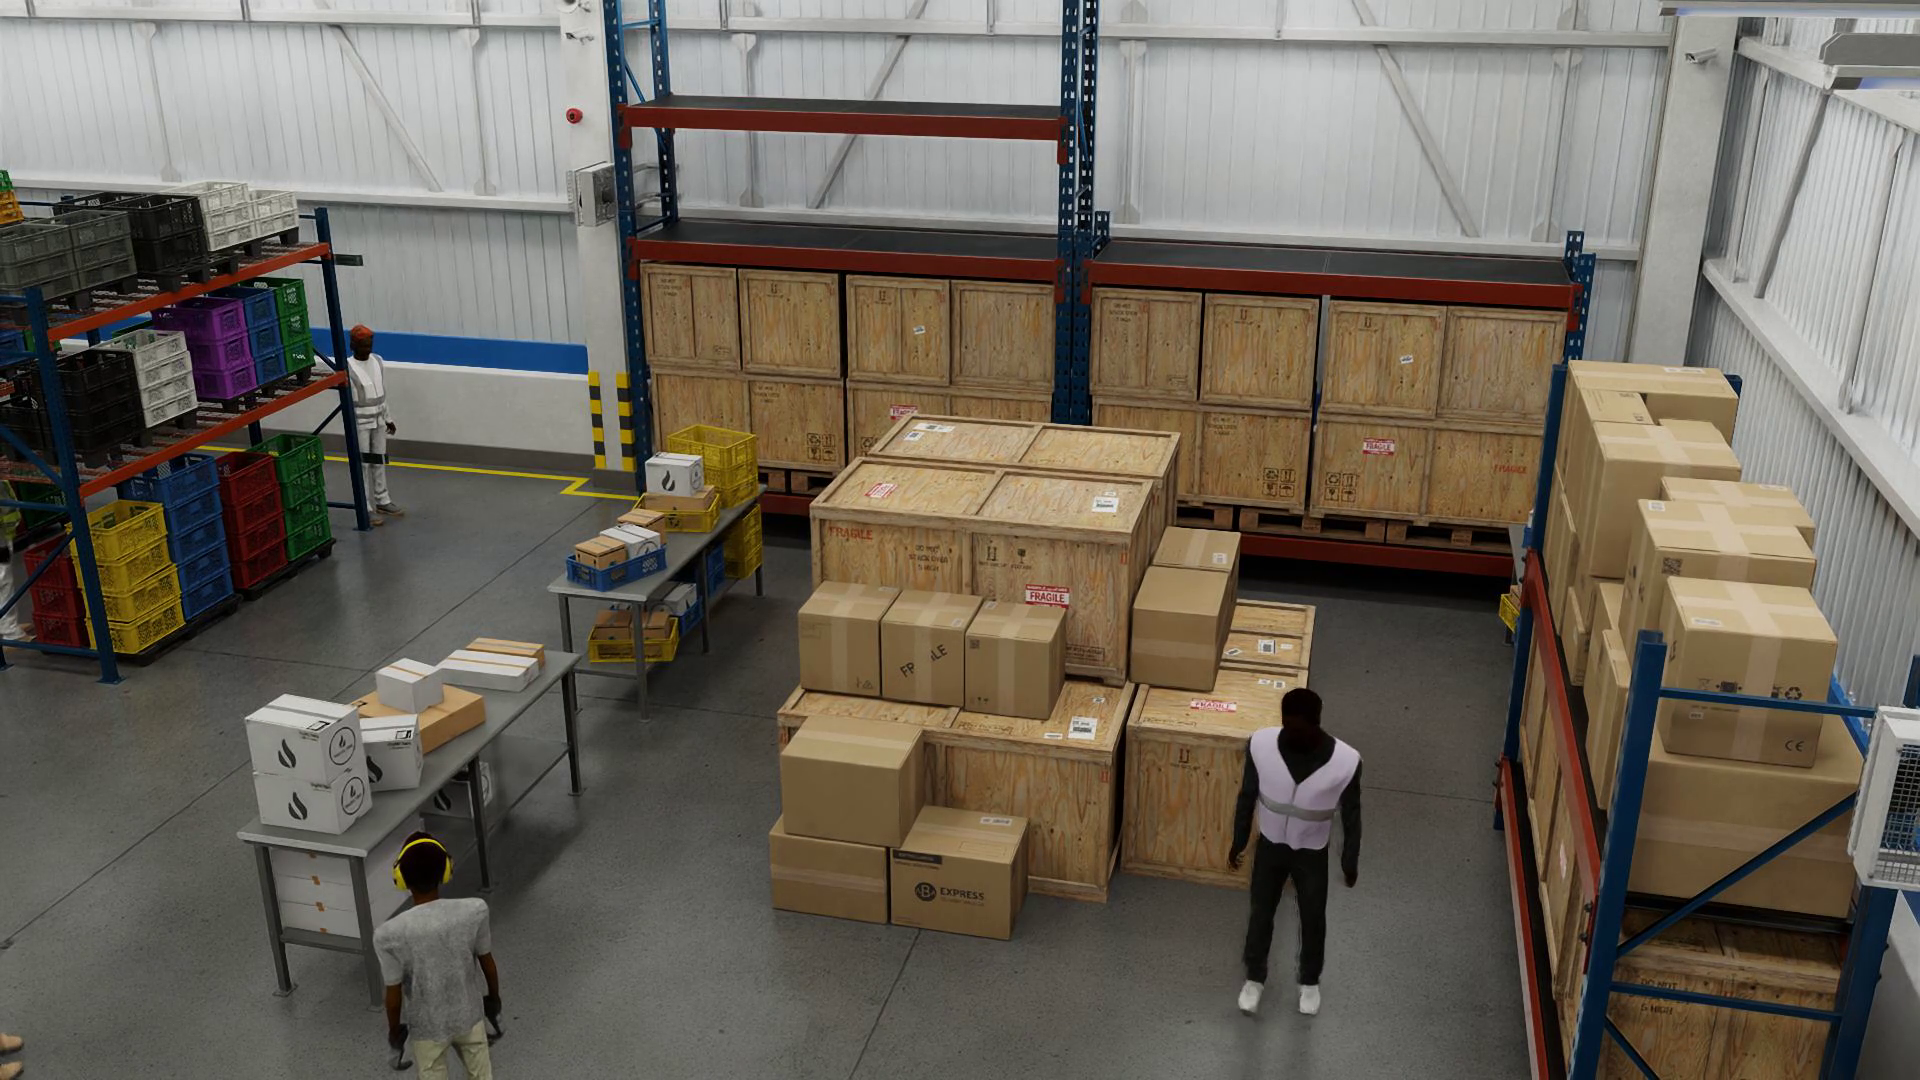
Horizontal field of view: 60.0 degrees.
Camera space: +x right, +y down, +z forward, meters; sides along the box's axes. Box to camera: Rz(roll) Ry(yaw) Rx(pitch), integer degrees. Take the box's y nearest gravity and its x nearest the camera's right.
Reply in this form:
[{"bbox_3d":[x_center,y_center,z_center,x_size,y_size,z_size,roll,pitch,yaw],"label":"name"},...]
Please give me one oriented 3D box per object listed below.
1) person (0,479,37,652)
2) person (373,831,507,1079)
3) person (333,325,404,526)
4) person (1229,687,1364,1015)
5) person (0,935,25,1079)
[{"bbox_3d":[-7.526,-0.045,12.941,0.429,1.840,0.639,-18,27,-38],"label":"person"},{"bbox_3d":[-2.245,2.113,7.255,0.518,1.874,0.327,-12,24,-28],"label":"person"},{"bbox_3d":[-5.553,-1.092,15.618,0.353,1.887,0.573,9,23,22],"label":"person"},{"bbox_3d":[1.741,1.583,8.615,0.663,1.896,0.461,8,22,20],"label":"person"},{"bbox_3d":[-4.826,1.917,8.039,0.453,1.673,0.568,-10,23,-25],"label":"person"}]
